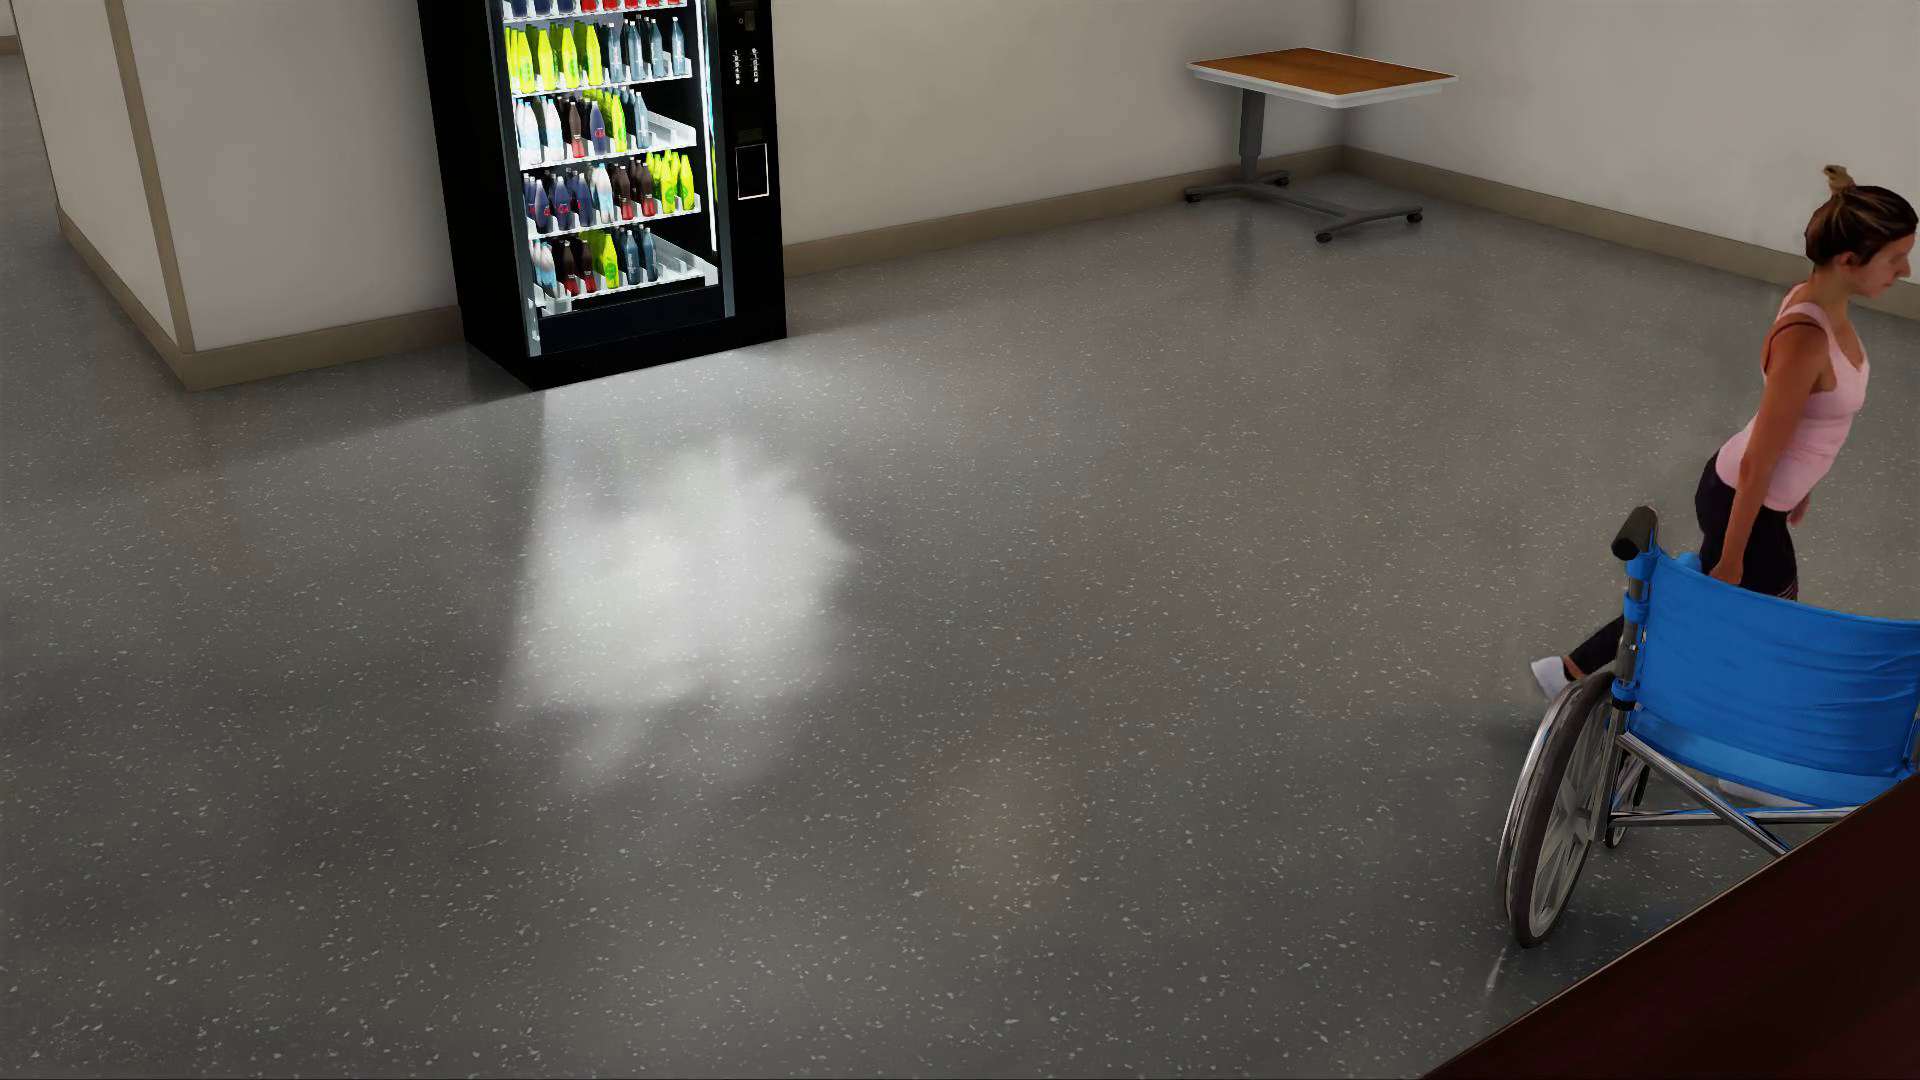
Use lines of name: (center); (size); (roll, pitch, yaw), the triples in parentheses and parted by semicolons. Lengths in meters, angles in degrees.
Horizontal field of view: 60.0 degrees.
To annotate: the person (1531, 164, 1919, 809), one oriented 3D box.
person: (1.829, -0.103, 4.010); (1.002, 1.637, 1.058); (11, 28, 22)
